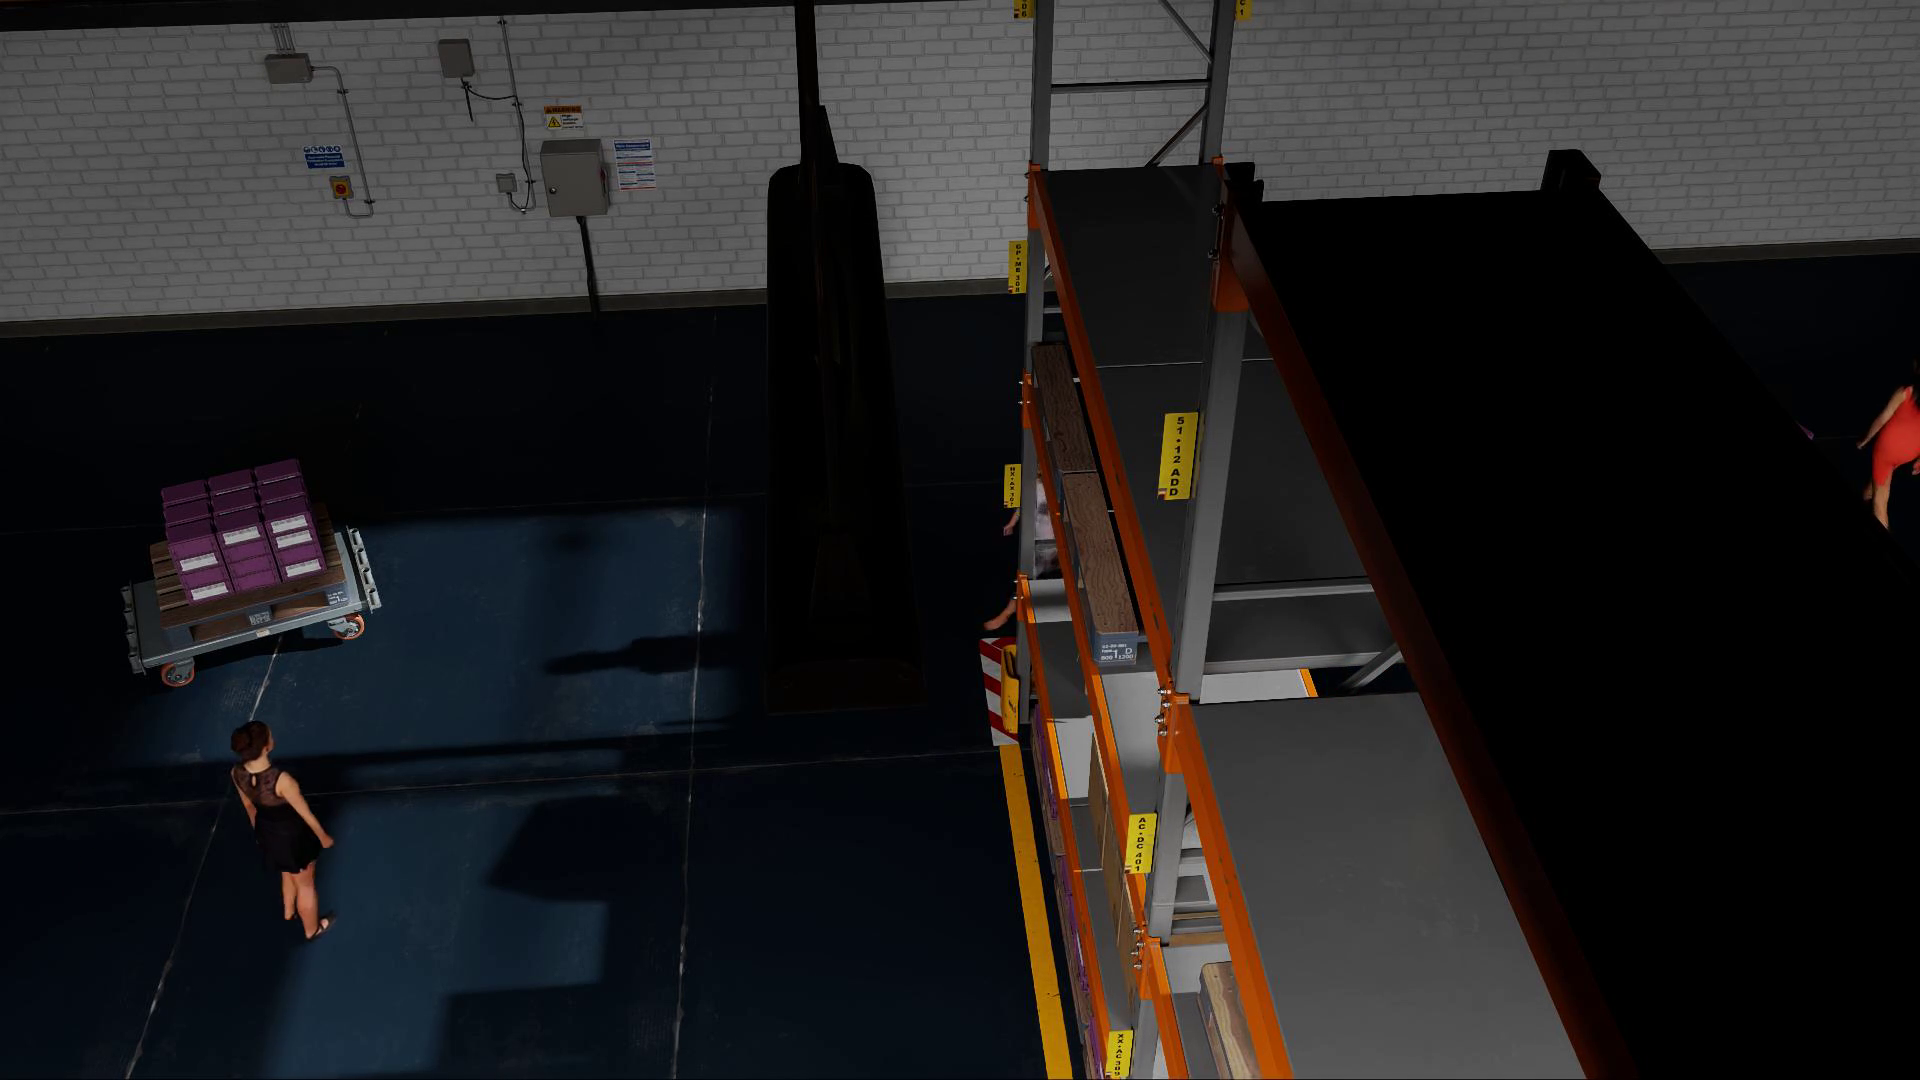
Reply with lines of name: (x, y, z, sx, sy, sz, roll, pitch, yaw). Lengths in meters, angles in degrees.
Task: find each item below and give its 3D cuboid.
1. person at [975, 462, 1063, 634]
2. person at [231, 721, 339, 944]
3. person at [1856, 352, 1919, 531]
person: (0.691, -0.029, 11.532, 0.773, 1.692, 1.086, -7, 39, -9)
person: (-3.854, 1.713, 9.367, 0.717, 1.670, 0.767, 17, 42, 20)
person: (6.911, -0.585, 12.244, 0.562, 1.671, 1.105, -3, 39, -3)
